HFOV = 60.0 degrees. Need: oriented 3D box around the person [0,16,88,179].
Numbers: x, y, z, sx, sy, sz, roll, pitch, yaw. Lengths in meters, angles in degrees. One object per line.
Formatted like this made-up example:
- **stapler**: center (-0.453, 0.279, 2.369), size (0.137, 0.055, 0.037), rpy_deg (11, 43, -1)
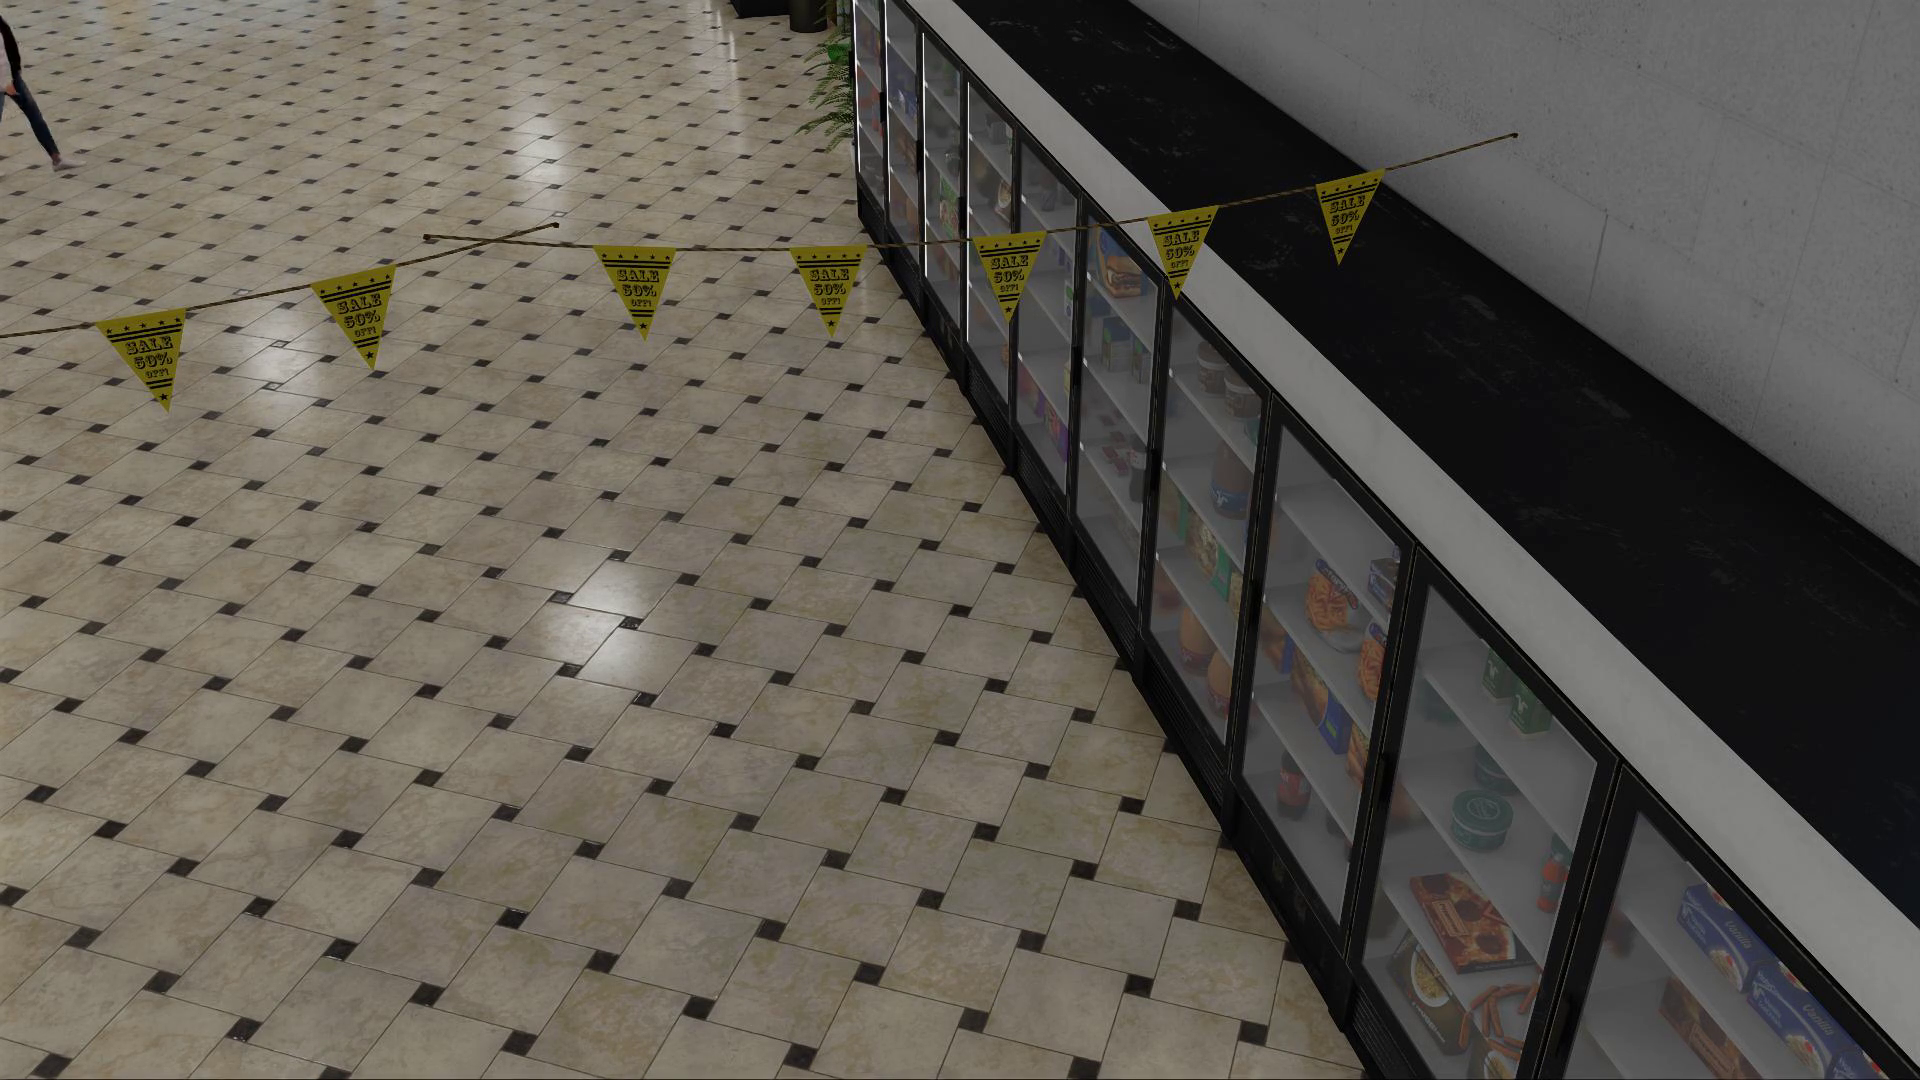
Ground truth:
- **person**: center (-7.517, -3.560, 12.854), size (1.120, 1.602, 0.750), rpy_deg (-3, 32, -4)
